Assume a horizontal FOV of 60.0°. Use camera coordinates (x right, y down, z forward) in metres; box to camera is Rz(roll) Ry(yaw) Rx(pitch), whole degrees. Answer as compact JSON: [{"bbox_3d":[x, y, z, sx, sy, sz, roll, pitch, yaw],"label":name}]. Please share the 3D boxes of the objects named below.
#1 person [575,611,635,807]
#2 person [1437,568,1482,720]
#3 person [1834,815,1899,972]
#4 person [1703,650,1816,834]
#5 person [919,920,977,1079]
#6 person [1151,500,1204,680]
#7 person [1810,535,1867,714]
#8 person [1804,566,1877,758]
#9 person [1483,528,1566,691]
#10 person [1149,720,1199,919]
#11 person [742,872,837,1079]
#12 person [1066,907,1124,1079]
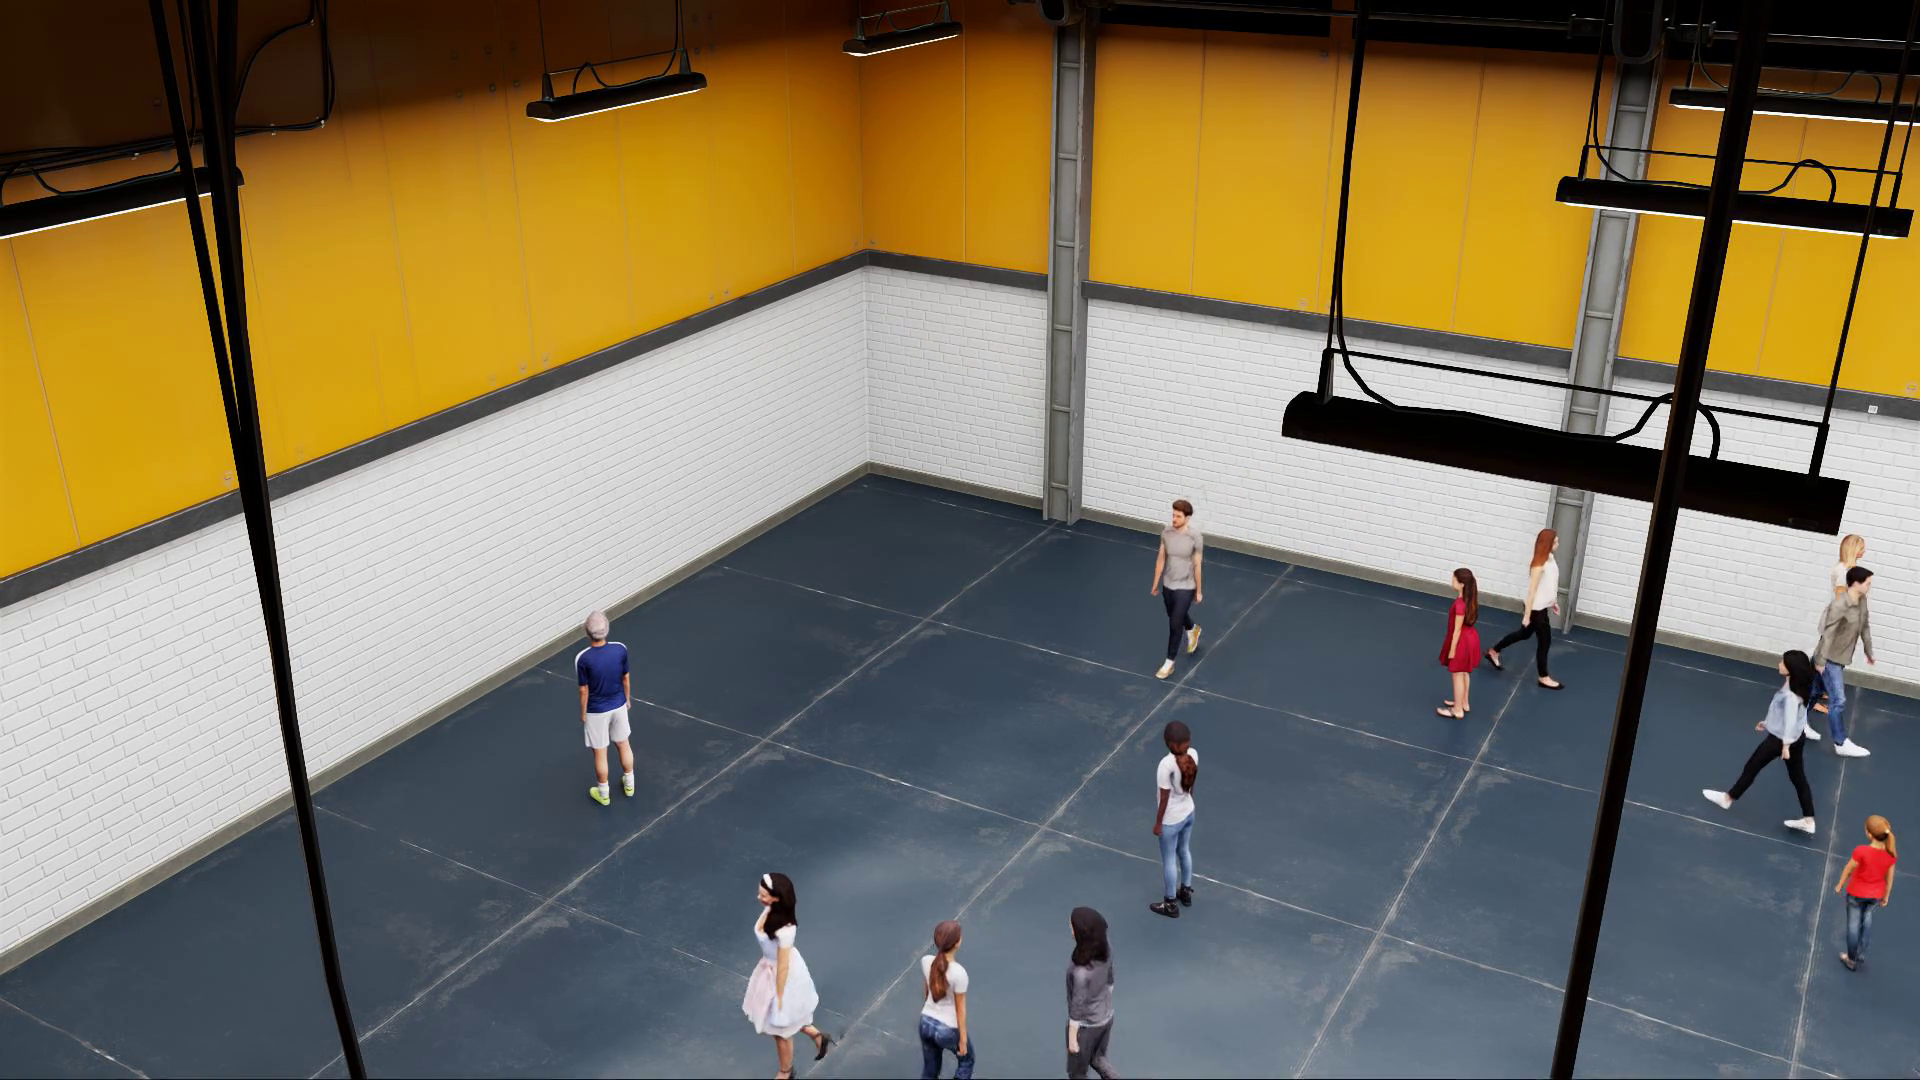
[{"bbox_3d":[-3.124,1.468,14.667,0.715,1.839,0.702,-16,28,-32],"label":"person"},{"bbox_3d":[4.873,0.987,16.131,0.598,1.547,0.530,14,27,29],"label":"person"},{"bbox_3d":[6.843,2.702,12.522,0.537,1.296,0.617,2,24,4],"label":"person"},{"bbox_3d":[7.146,1.760,14.234,1.188,1.650,0.718,18,29,35],"label":"person"},{"bbox_3d":[-0.131,3.245,10.982,0.652,1.534,0.671,16,28,32],"label":"person"},{"bbox_3d":[2.289,0.438,16.994,1.138,1.863,0.851,19,30,37],"label":"person"},{"bbox_3d":[8.533,0.786,16.243,0.533,1.826,0.621,11,26,24],"label":"person"},{"bbox_3d":[8.112,1.060,15.604,0.915,1.836,1.124,-18,29,-35],"label":"person"},{"bbox_3d":[5.706,0.664,16.689,1.067,1.692,0.601,13,27,28],"label":"person"},{"bbox_3d":[1.709,2.191,13.160,0.596,1.721,0.629,22,32,40],"label":"person"},{"bbox_3d":[-1.110,2.993,11.226,0.979,1.801,0.935,-8,25,-17],"label":"person"},{"bbox_3d":[0.932,3.179,10.867,0.835,1.747,0.667,14,27,29],"label":"person"}]
